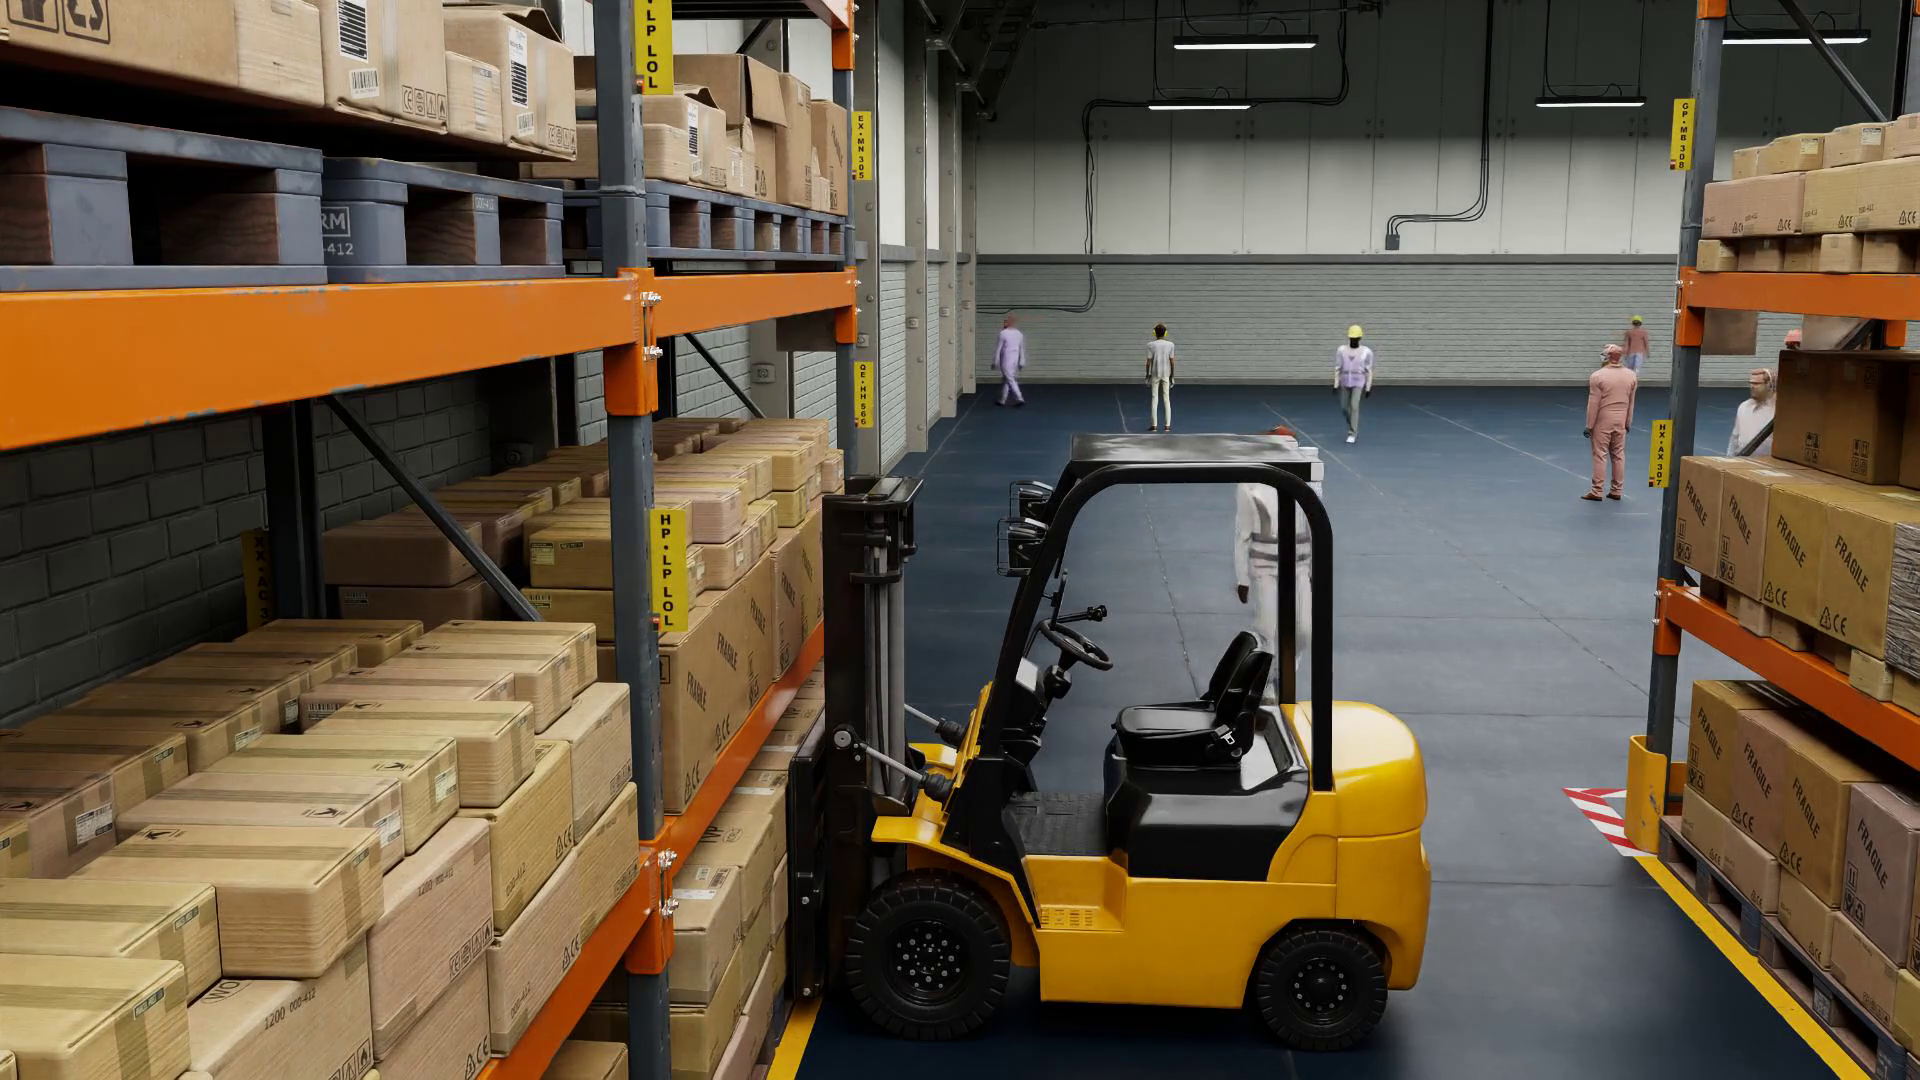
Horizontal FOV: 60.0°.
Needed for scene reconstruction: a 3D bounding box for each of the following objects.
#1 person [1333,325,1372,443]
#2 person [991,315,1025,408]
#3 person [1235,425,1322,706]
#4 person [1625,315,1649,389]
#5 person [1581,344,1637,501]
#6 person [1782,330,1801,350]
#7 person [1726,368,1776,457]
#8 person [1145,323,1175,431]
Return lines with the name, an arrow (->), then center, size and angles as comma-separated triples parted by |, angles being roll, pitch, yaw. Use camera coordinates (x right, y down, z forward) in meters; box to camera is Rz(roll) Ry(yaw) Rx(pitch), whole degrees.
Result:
person -> 6.417, -2.551, 27.104 | 0.602, 1.908, 0.682 | 6, 11, 30
person -> 1.012, -3.607, 33.648 | 0.977, 1.864, 0.641 | 9, 13, 42
person -> 2.017, 0.210, 10.490 | 0.600, 1.865, 0.421 | -2, 10, -12
person -> 15.478, -4.291, 38.127 | 0.523, 1.740, 0.782 | 9, 13, 44
person -> 7.896, -1.429, 20.289 | 0.651, 1.913, 0.410 | -3, 10, -17
person -> 12.786, -2.267, 25.472 | 0.985, 1.889, 0.553 | 9, 13, 43
person -> 7.555, -0.691, 15.897 | 0.664, 1.883, 0.668 | -3, 10, -17
person -> 3.460, -2.814, 28.809 | 0.519, 1.874, 0.327 | 0, 9, -1
